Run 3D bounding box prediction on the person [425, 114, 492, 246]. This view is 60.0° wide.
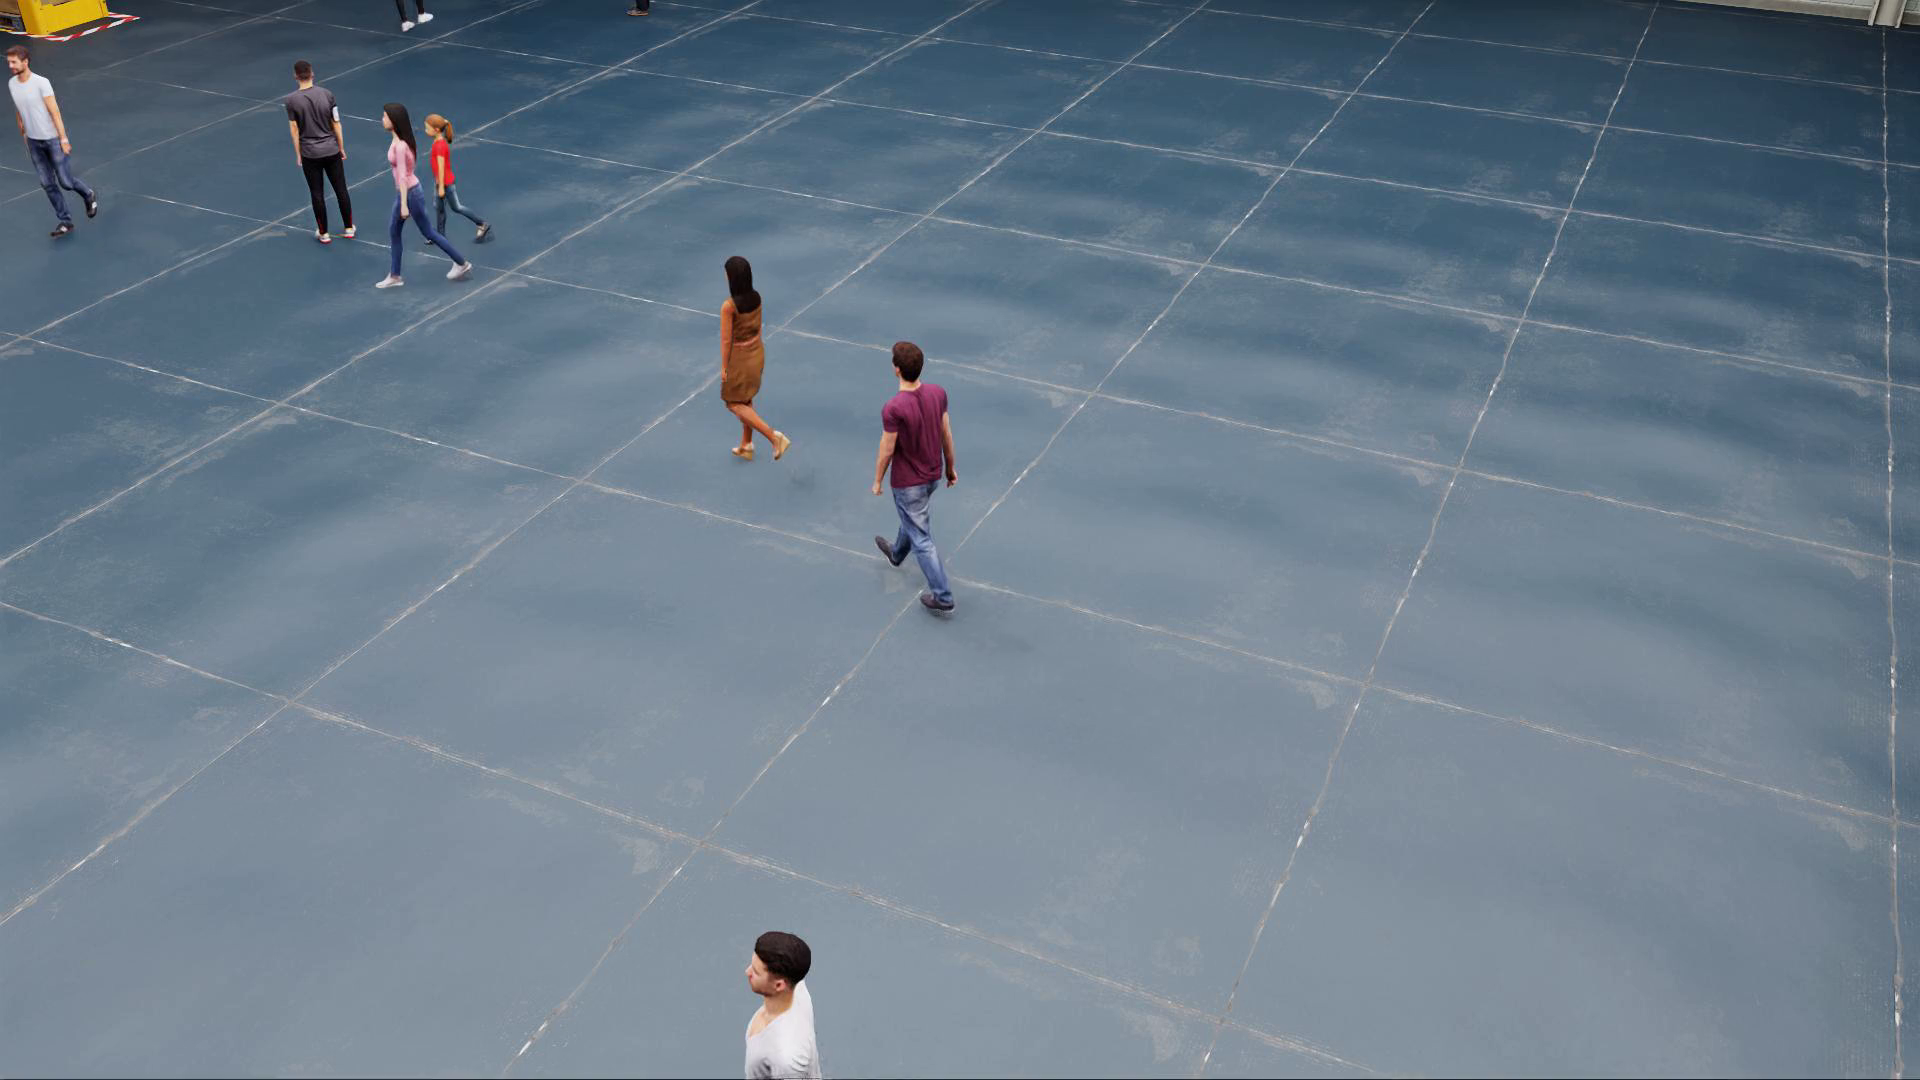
[{"bbox_3d":[-4.952,-3.504,16.237,0.895,1.287,0.856,-13,35,-20],"label":"person"}]

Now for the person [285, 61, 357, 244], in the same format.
[{"bbox_3d":[-6.255,-3.791,16.247,0.704,1.762,0.714,-18,37,-26],"label":"person"}]

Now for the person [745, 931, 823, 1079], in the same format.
[{"bbox_3d":[-0.594,2.267,6.574,1.115,1.837,0.993,-4,32,-6],"label":"person"}]

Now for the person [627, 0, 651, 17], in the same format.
[{"bbox_3d":[-4.586,-8.350,23.419,0.709,1.820,0.728,1,32,1],"label":"person"}]

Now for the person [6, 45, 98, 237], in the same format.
[{"bbox_3d":[-8.974,-3.968,16.442,0.882,1.853,0.848,5,33,8],"label":"person"}]

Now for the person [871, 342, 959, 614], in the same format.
[{"bbox_3d":[-0.227,-0.363,10.778,0.953,1.798,1.266,-27,41,-36],"label":"person"}]

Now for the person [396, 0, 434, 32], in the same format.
[{"bbox_3d":[-7.689,-7.830,22.684,0.817,1.725,0.739,7,33,10],"label":"person"}]

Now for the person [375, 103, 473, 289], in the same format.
[{"bbox_3d":[-4.967,-3.140,15.272,1.122,1.701,1.090,-12,34,-18],"label":"person"}]

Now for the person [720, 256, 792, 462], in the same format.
[{"bbox_3d":[-1.551,-1.279,12.350,0.836,1.672,0.608,17,36,25],"label":"person"}]
